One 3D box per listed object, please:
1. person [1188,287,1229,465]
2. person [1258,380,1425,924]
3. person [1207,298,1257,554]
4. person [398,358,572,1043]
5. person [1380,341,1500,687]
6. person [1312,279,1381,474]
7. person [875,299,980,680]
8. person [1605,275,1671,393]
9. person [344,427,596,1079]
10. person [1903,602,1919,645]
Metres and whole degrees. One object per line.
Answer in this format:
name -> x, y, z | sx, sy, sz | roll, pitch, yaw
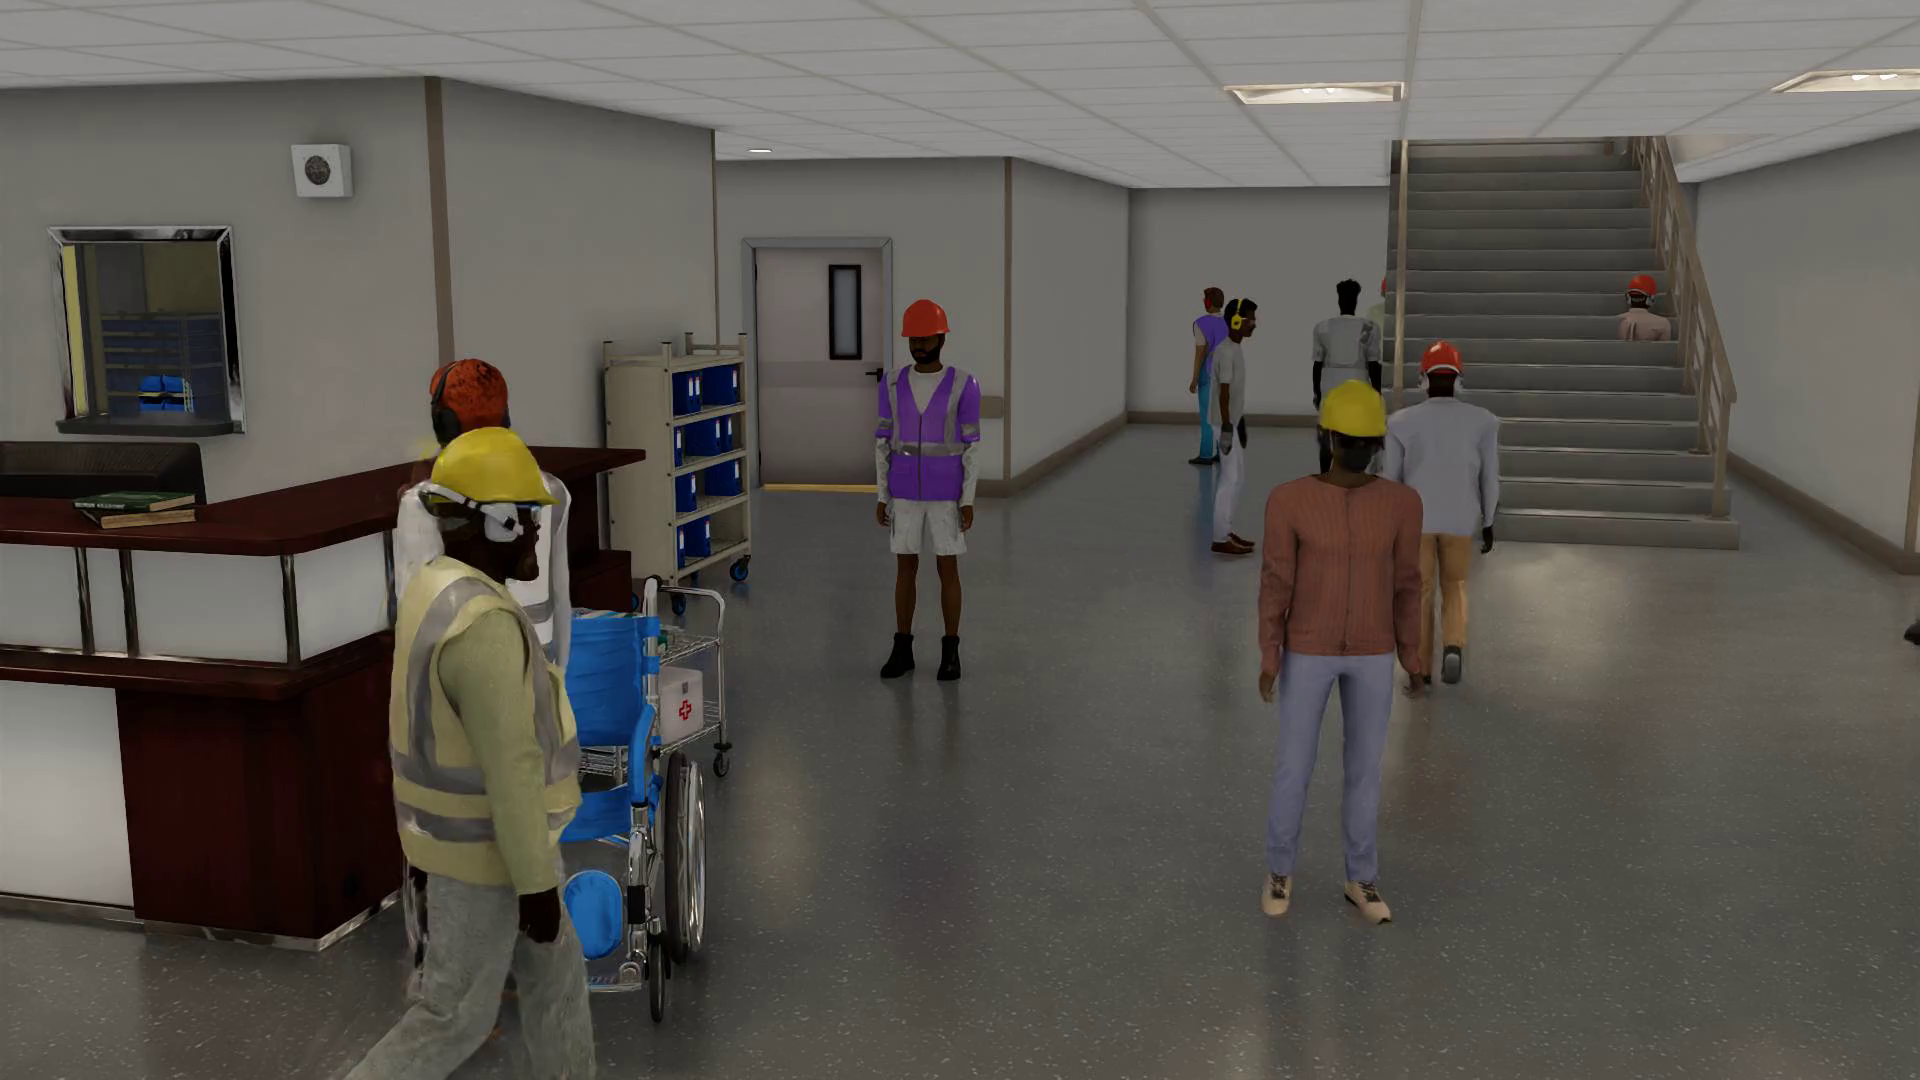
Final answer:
person -> 2.641, -1.699, 17.292 | 0.569, 1.845, 0.384 | -7, 12, -35
person -> 1.229, 0.368, 5.384 | 0.552, 1.774, 0.368 | -1, 10, -4
person -> 1.978, -0.822, 12.109 | 0.361, 1.858, 0.535 | 2, 10, 11
person -> -1.304, 0.439, 4.621 | 0.362, 1.879, 0.582 | 6, 11, 31
person -> 2.370, -0.115, 8.266 | 0.585, 1.736, 0.419 | 1, 10, 5
person -> 3.447, -1.343, 14.858 | 0.602, 1.957, 0.366 | 4, 10, 20
person -> -0.172, -0.248, 8.474 | 0.545, 1.939, 0.354 | 2, 10, 12
person -> 6.055, -1.371, 14.919 | 0.612, 1.995, 0.382 | 7, 12, 37
person -> -1.123, 0.650, 3.667 | 0.873, 1.789, 0.583 | -4, 10, -22
person -> 5.675, -0.335, 9.150 | 1.027, 1.886, 0.650 | -5, 11, -27
